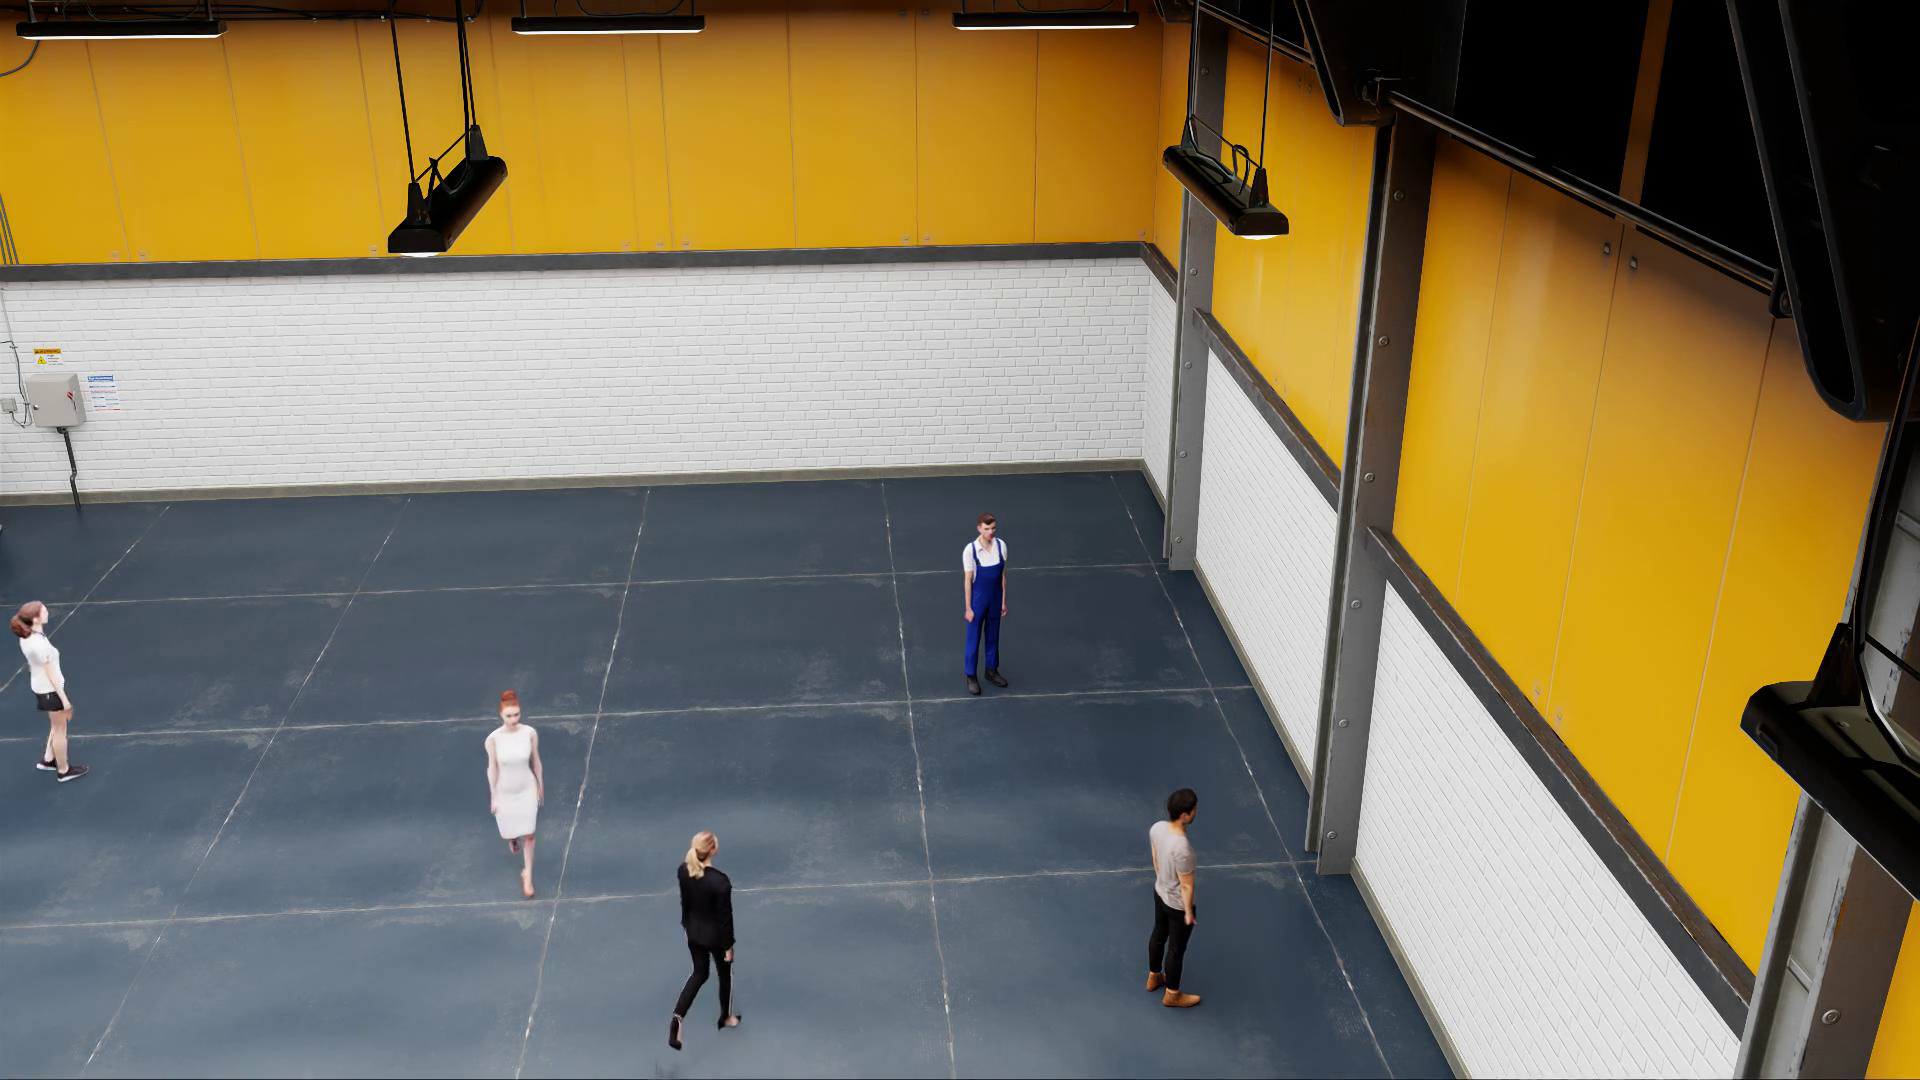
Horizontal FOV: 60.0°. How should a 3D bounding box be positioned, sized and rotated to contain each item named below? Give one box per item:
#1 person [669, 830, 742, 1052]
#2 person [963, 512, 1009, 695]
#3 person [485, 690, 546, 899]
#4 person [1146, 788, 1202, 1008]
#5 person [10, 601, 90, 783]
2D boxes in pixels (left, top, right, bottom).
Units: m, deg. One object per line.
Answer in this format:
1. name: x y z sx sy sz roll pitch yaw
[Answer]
1. person: -1.779 2.781 11.407 0.919 1.689 1.035 14 27 28
2. person: 0.244 0.579 16.243 0.704 1.851 0.694 -12 26 -25
3. person: -3.514 1.975 13.135 0.728 1.782 0.896 -9 25 -20
4. person: 1.525 2.548 11.912 0.724 1.712 0.567 -9 25 -20
5. person: -8.064 1.366 14.576 0.742 1.743 0.803 20 31 38
